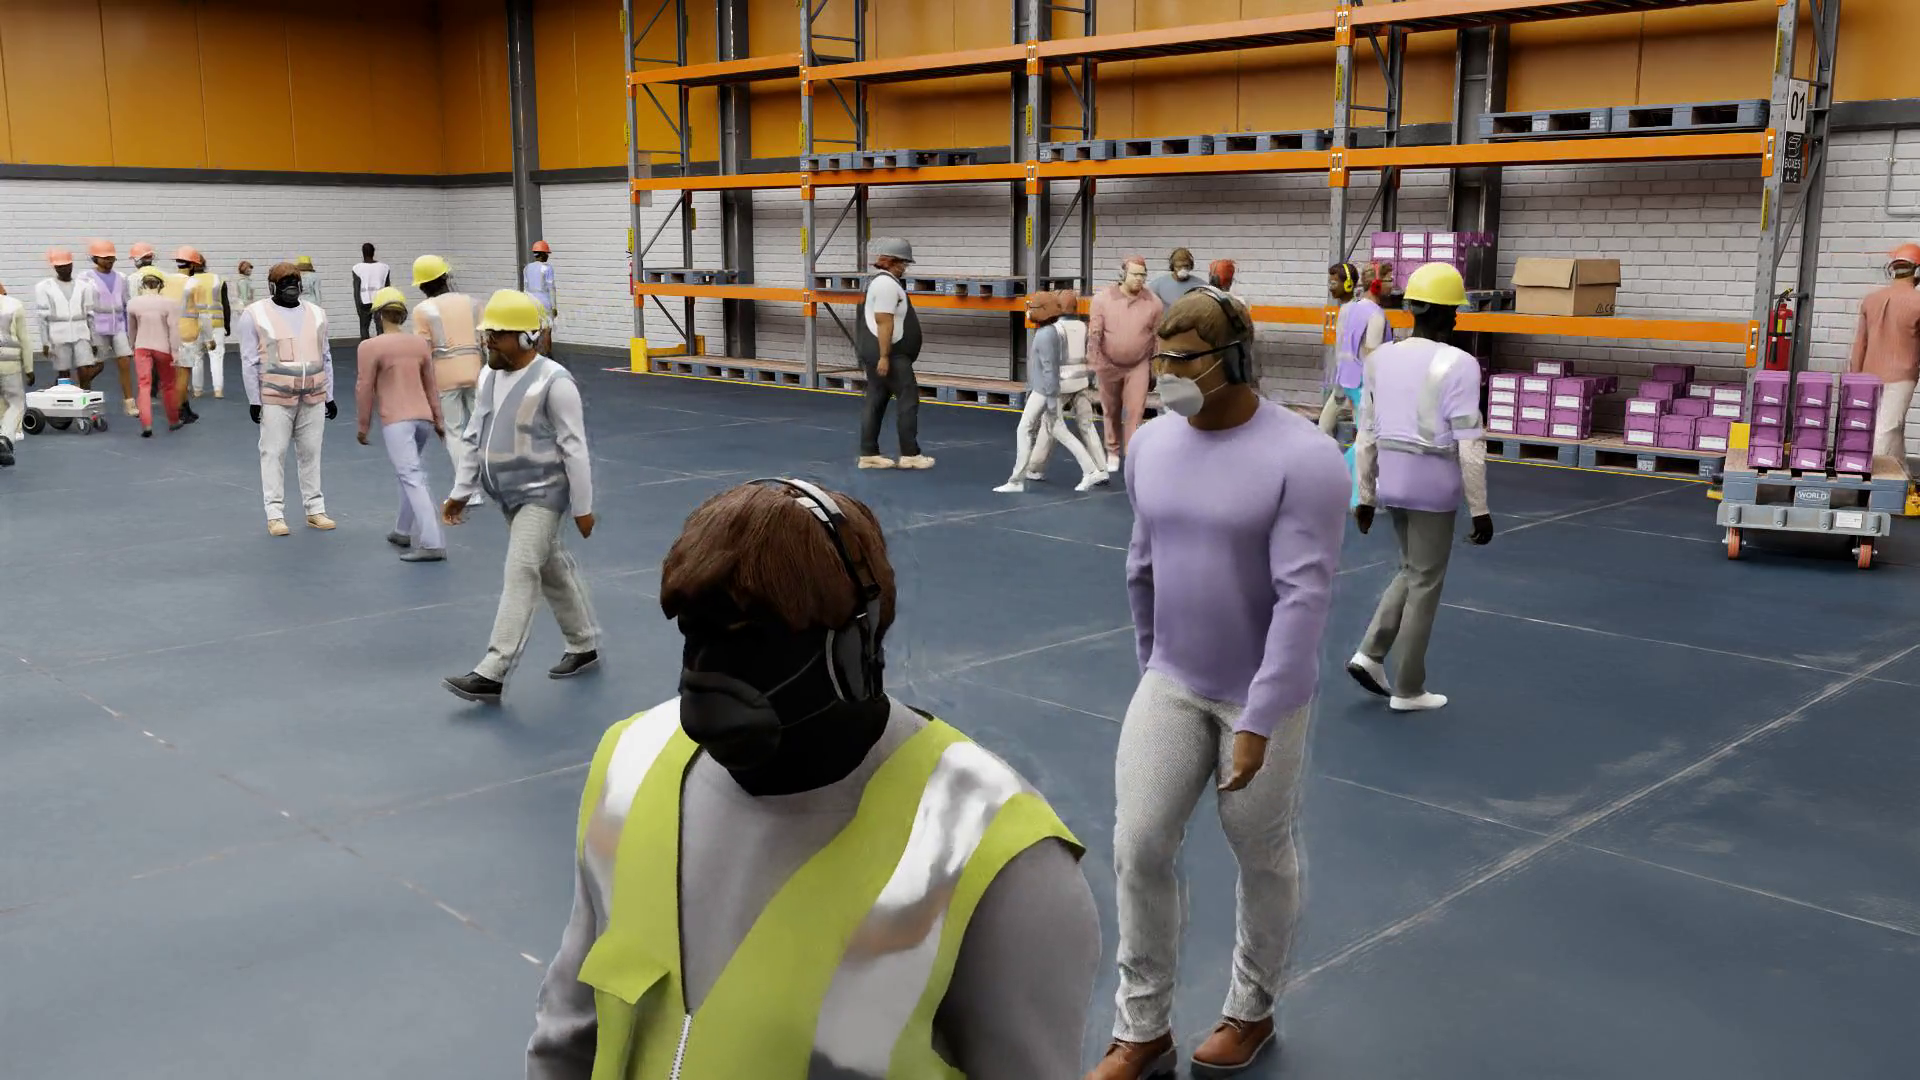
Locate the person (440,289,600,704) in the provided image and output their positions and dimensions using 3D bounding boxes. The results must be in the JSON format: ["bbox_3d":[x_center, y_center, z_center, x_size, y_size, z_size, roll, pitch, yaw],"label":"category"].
[{"bbox_3d":[-1.947,-0.202,7.342,0.601,1.787,0.913,9,14,41],"label":"person"}]

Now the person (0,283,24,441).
[{"bbox_3d":[-9.482,-1.782,16.374,0.507,1.633,0.277,5,12,27],"label":"person"}]

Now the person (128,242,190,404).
[{"bbox_3d":[-9.512,-2.546,19.691,0.935,1.957,0.619,4,11,23],"label":"person"}]

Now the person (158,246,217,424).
[{"bbox_3d":[-8.317,-2.202,17.918,0.564,1.900,0.689,4,11,19],"label":"person"}]

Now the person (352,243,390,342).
[{"bbox_3d":[-9.254,-3.701,26.144,0.587,1.884,0.871,-6,12,-31],"label":"person"}]

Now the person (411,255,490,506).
[{"bbox_3d":[-3.765,-1.180,12.421,0.498,1.878,0.647,9,14,40],"label":"person"}]

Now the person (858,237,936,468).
[{"bbox_3d":[-0.539,-1.628,14.423,0.786,2.000,0.722,-2,11,-12],"label":"person"}]

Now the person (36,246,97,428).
[{"bbox_3d":[-9.454,-2.151,17.614,0.551,1.915,0.730,-9,14,-40],"label":"person"}]

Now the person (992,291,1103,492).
[{"bbox_3d":[0.719,-1.158,13.100,0.845,1.602,0.494,2,11,10],"label":"person"}]

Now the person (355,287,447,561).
[{"bbox_3d":[-3.511,-0.737,10.525,0.813,1.692,0.552,6,12,29],"label":"person"}]

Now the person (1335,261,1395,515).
[{"bbox_3d":[2.936,-1.082,11.994,0.434,1.837,0.586,0,10,-3],"label":"person"}]

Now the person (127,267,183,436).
[{"bbox_3d":[-8.219,-1.923,16.953,0.535,1.701,0.948,-2,11,-10],"label":"person"}]

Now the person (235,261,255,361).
[{"bbox_3d":[-11.542,-3.704,26.910,0.327,1.611,0.647,-4,11,-19],"label":"person"}]

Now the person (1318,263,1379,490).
[{"bbox_3d":[3.067,-1.292,13.242,0.990,1.804,0.546,2,11,9],"label":"person"}]

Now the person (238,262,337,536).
[{"bbox_3d":[-4.547,-0.962,11.334,0.429,1.845,0.621,10,14,44],"label":"person"}]

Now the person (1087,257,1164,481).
[{"bbox_3d":[1.380,-1.437,13.924,0.643,1.846,1.050,1,10,5],"label":"person"}]

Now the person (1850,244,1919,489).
[{"bbox_3d":[7.054,-1.209,12.376,0.957,1.949,0.641,-3,11,-16],"label":"person"}]

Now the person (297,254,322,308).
[{"bbox_3d":[-10.699,-3.807,27.197,0.483,1.720,0.635,-1,10,-7],"label":"person"}]

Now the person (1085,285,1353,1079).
[{"bbox_3d":[0.555,0.382,3.825,0.618,1.903,0.756,9,14,40],"label":"person"}]

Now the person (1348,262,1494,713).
[{"bbox_3d":[1.963,-0.203,7.002,0.408,1.911,0.596,-5,12,-25],"label":"person"}]

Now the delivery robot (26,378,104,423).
[{"bbox_3d":[-9.183,-1.416,17.063,0.707,0.478,0.477,2,11,8],"label":"delivery robot"}]

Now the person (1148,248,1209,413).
[{"bbox_3d":[2.142,-1.862,16.098,0.724,1.884,0.900,-2,11,-9],"label":"person"}]

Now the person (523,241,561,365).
[{"bbox_3d":[-6.398,-3.605,25.488,0.552,1.933,0.364,5,11,24],"label":"person"}]

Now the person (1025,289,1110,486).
[{"bbox_3d":[0.884,-1.235,13.513,0.879,1.593,0.534,10,14,44],"label":"person"}]

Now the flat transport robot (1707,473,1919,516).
[{"bbox_3d":[6.429,-0.382,12.454,1.431,0.197,0.652,7,12,33],"label":"flat transport robot"}]

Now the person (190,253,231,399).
[{"bbox_3d":[-9.408,-2.663,20.699,0.628,1.830,0.656,-5,11,-24],"label":"person"}]

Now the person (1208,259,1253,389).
[{"bbox_3d":[2.129,-1.403,13.807,1.031,1.820,0.579,10,14,42],"label":"person"}]

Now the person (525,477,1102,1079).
[{"bbox_3d":[-0.188,0.817,1.799,0.623,1.792,1.008,8,13,37],"label":"person"}]

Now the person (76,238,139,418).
[{"bbox_3d":[-9.580,-2.365,18.582,0.925,2.003,0.658,6,12,32],"label":"person"}]

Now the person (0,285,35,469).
[{"bbox_3d":[-8.315,-1.494,14.303,0.606,1.814,0.515,-3,11,-17],"label":"person"}]
